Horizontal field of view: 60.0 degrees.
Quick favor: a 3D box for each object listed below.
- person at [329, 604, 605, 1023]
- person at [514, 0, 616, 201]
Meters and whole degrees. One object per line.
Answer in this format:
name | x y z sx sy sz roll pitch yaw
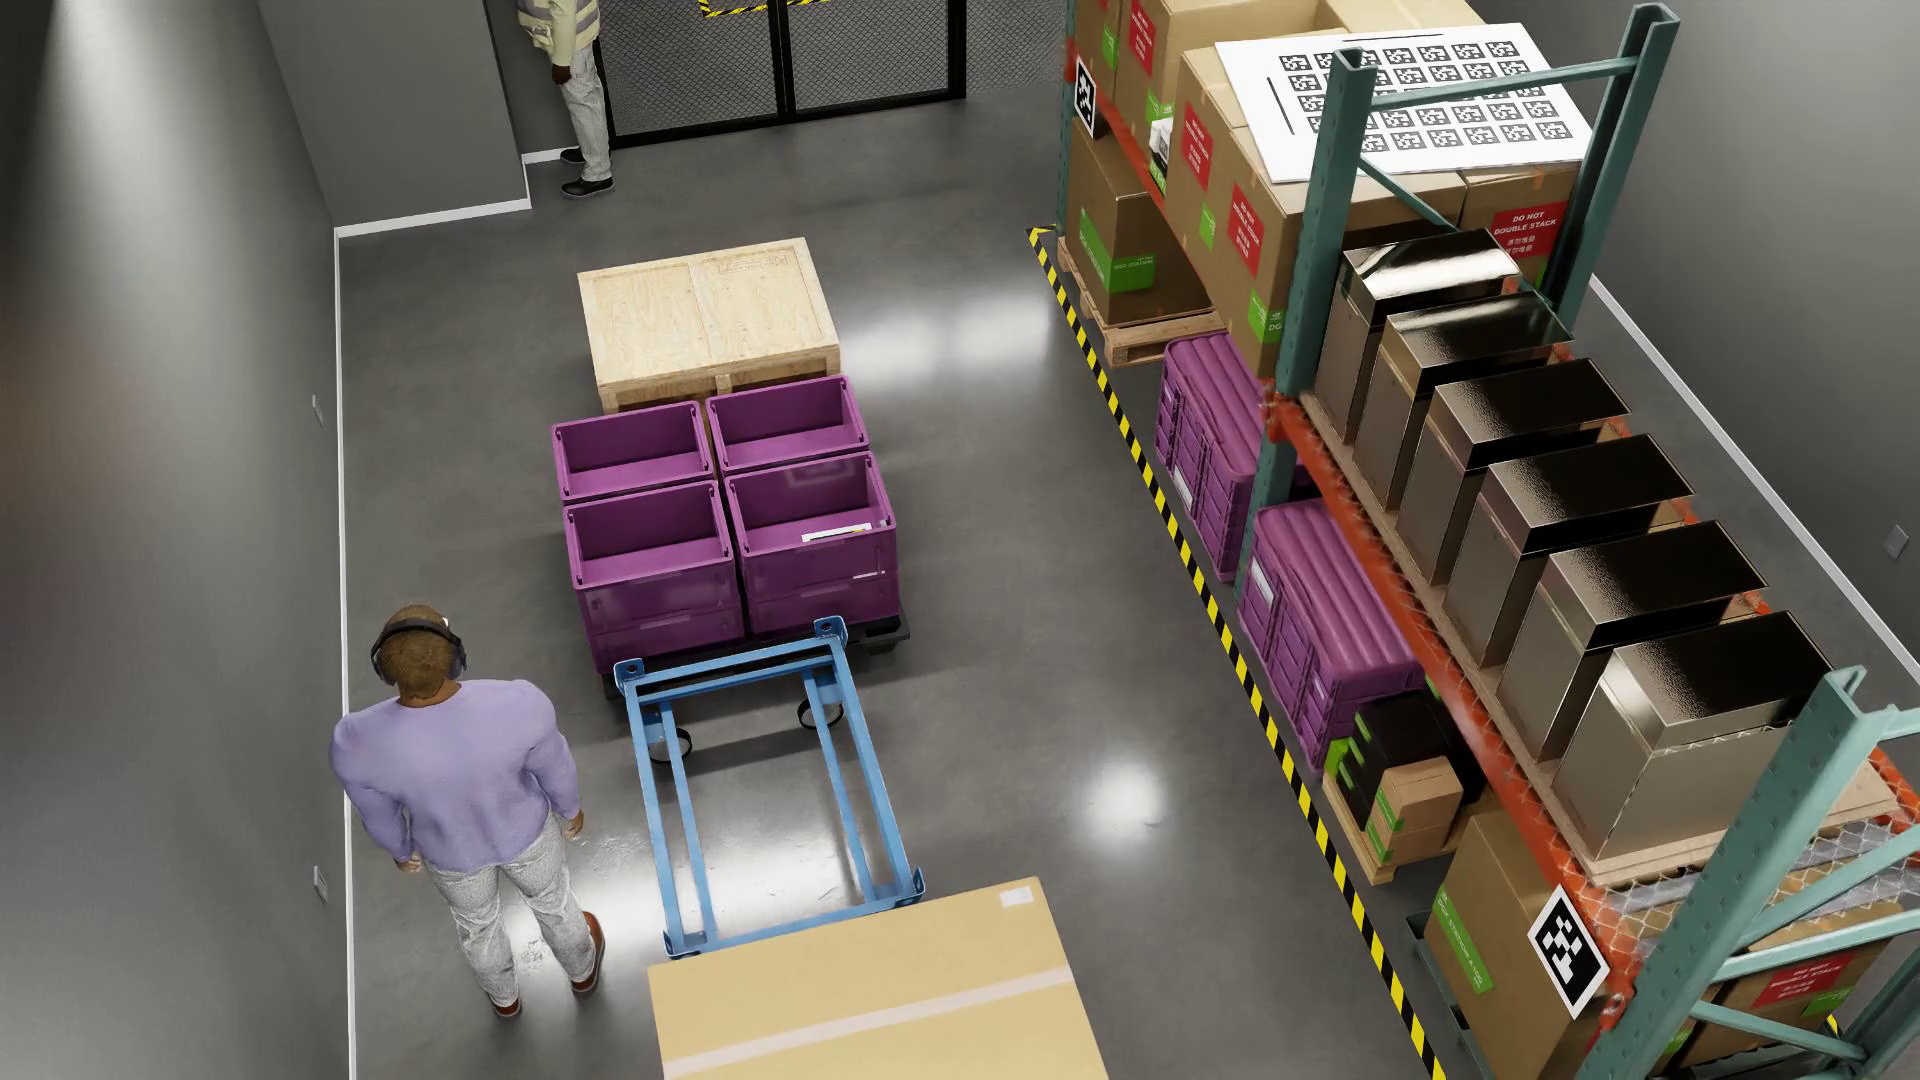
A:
person | -1.458 0.874 5.084 0.630 1.940 0.372 -13 49 -12
person | -1.991 -2.566 8.314 0.404 1.833 0.590 -6 48 -5
